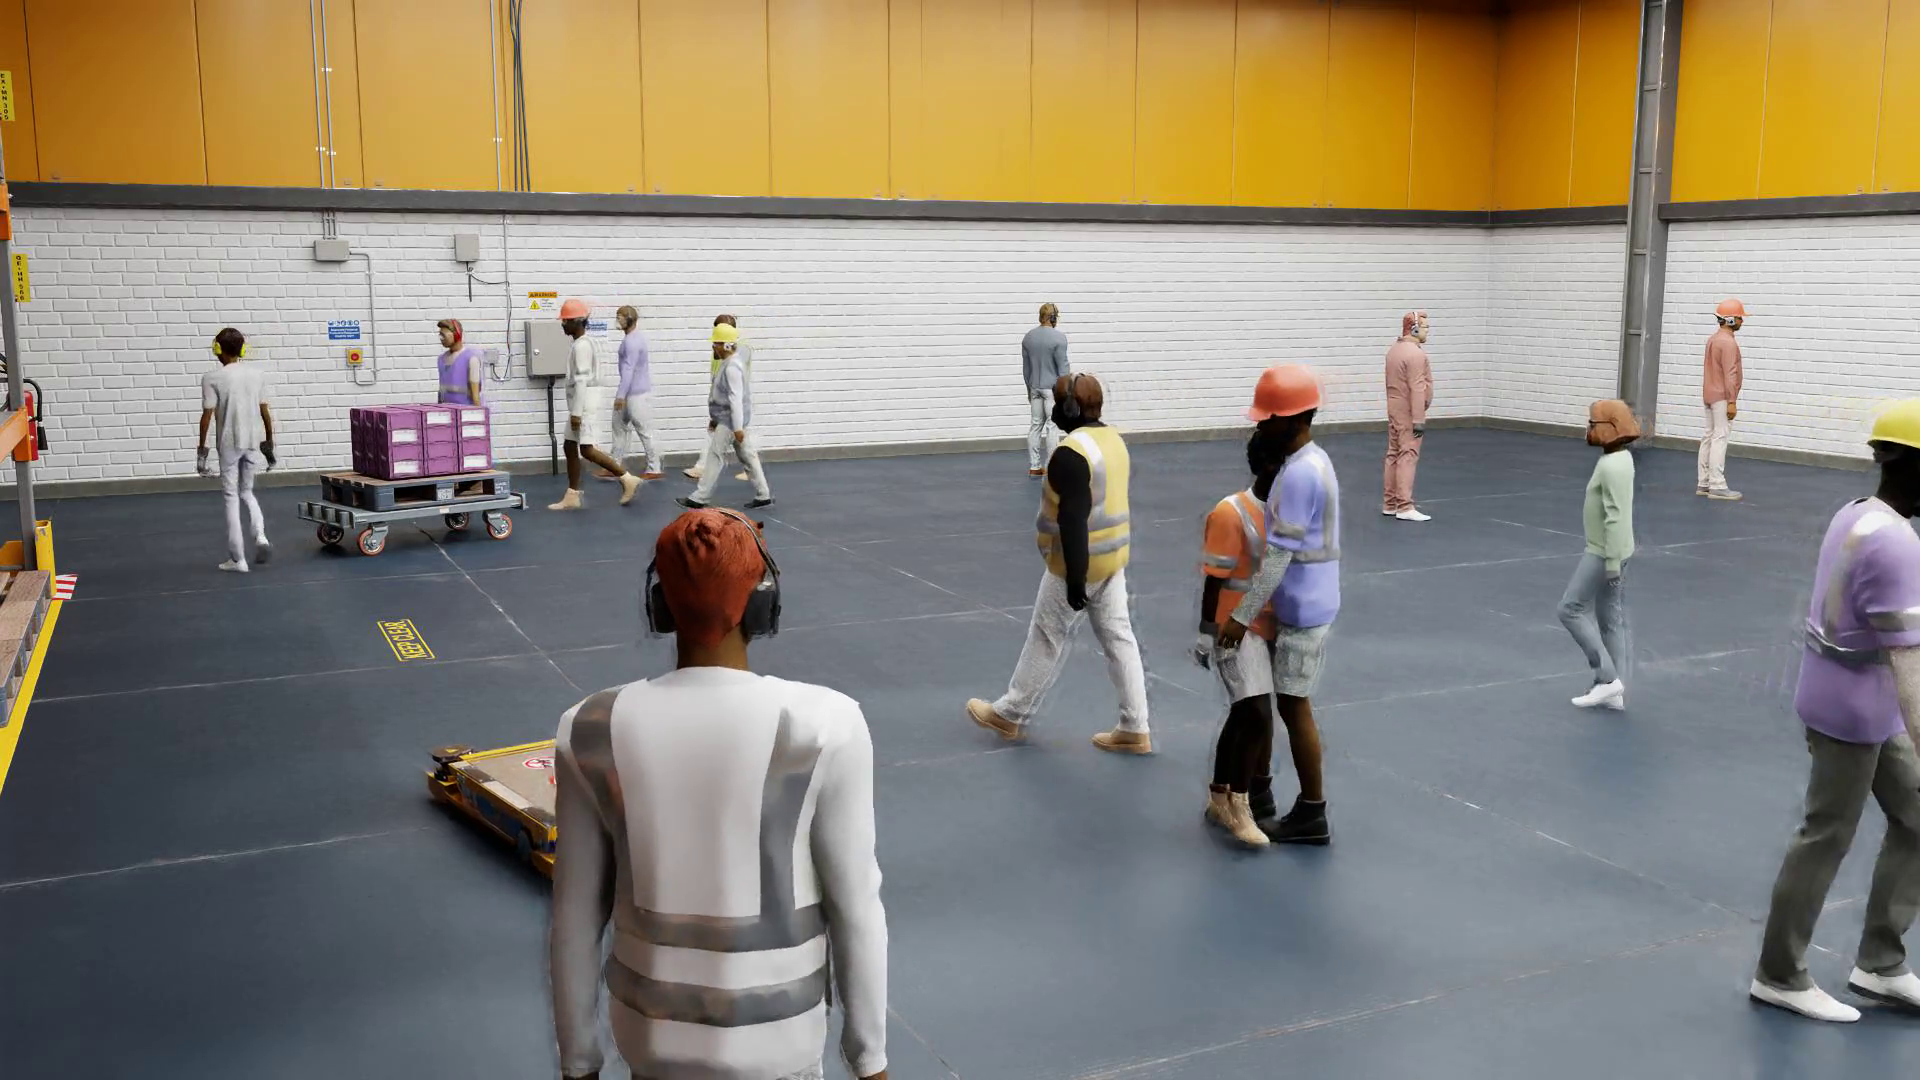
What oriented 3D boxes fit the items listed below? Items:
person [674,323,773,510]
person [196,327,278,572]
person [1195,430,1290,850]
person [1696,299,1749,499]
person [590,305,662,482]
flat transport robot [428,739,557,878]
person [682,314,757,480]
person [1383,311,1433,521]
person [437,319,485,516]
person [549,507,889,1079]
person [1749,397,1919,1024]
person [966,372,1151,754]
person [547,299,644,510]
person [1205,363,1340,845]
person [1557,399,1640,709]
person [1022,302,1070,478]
[{"bbox_3d":[-2.214,-1.145,15.685,0.932,1.782,0.588,-1,9,-3],"label":"person"},{"bbox_3d":[-5.482,-0.675,12.572,0.428,1.850,0.642,7,12,38],"label":"person"},{"bbox_3d":[1.204,0.369,6.585,0.555,1.674,0.567,-8,12,-41],"label":"person"},{"bbox_3d":[7.650,-1.412,16.685,0.379,1.996,0.609,1,9,4],"label":"person"},{"bbox_3d":[-3.615,-1.547,17.799,0.886,1.904,0.645,-3,10,-16],"label":"person"},{"bbox_3d":[-1.599,1.047,6.763,0.652,0.197,1.431,-7,11,-36],"label":"flat transport robot"},{"bbox_3d":[-2.567,-1.517,17.943,0.906,1.801,0.627,-8,12,-39],"label":"person"},{"bbox_3d":[4.127,-1.135,15.241,0.400,1.907,0.644,-1,9,-6],"label":"person"},{"bbox_3d":[-4.664,-1.142,15.497,0.602,1.831,0.429,7,12,39],"label":"person"},{"bbox_3d":[-0.433,0.885,2.835,0.611,1.866,0.701,2,9,11],"label":"person"},{"bbox_3d":[2.767,0.531,4.933,0.716,1.891,0.627,5,10,27],"label":"person"},{"bbox_3d":[0.512,0.105,7.900,0.961,1.788,0.646,5,11,29],"label":"person"},{"bbox_3d":[-3.478,-1.268,15.753,0.853,2.019,0.617,-3,10,-16],"label":"person"},{"bbox_3d":[1.233,0.262,6.554,0.536,1.917,0.562,1,9,8],"label":"person"},{"bbox_3d":[3.300,0.082,8.576,0.376,1.617,0.511,5,10,28],"label":"person"},{"bbox_3d":[0.956,-1.630,18.226,0.629,1.937,0.373,9,13,43],"label":"person"}]
